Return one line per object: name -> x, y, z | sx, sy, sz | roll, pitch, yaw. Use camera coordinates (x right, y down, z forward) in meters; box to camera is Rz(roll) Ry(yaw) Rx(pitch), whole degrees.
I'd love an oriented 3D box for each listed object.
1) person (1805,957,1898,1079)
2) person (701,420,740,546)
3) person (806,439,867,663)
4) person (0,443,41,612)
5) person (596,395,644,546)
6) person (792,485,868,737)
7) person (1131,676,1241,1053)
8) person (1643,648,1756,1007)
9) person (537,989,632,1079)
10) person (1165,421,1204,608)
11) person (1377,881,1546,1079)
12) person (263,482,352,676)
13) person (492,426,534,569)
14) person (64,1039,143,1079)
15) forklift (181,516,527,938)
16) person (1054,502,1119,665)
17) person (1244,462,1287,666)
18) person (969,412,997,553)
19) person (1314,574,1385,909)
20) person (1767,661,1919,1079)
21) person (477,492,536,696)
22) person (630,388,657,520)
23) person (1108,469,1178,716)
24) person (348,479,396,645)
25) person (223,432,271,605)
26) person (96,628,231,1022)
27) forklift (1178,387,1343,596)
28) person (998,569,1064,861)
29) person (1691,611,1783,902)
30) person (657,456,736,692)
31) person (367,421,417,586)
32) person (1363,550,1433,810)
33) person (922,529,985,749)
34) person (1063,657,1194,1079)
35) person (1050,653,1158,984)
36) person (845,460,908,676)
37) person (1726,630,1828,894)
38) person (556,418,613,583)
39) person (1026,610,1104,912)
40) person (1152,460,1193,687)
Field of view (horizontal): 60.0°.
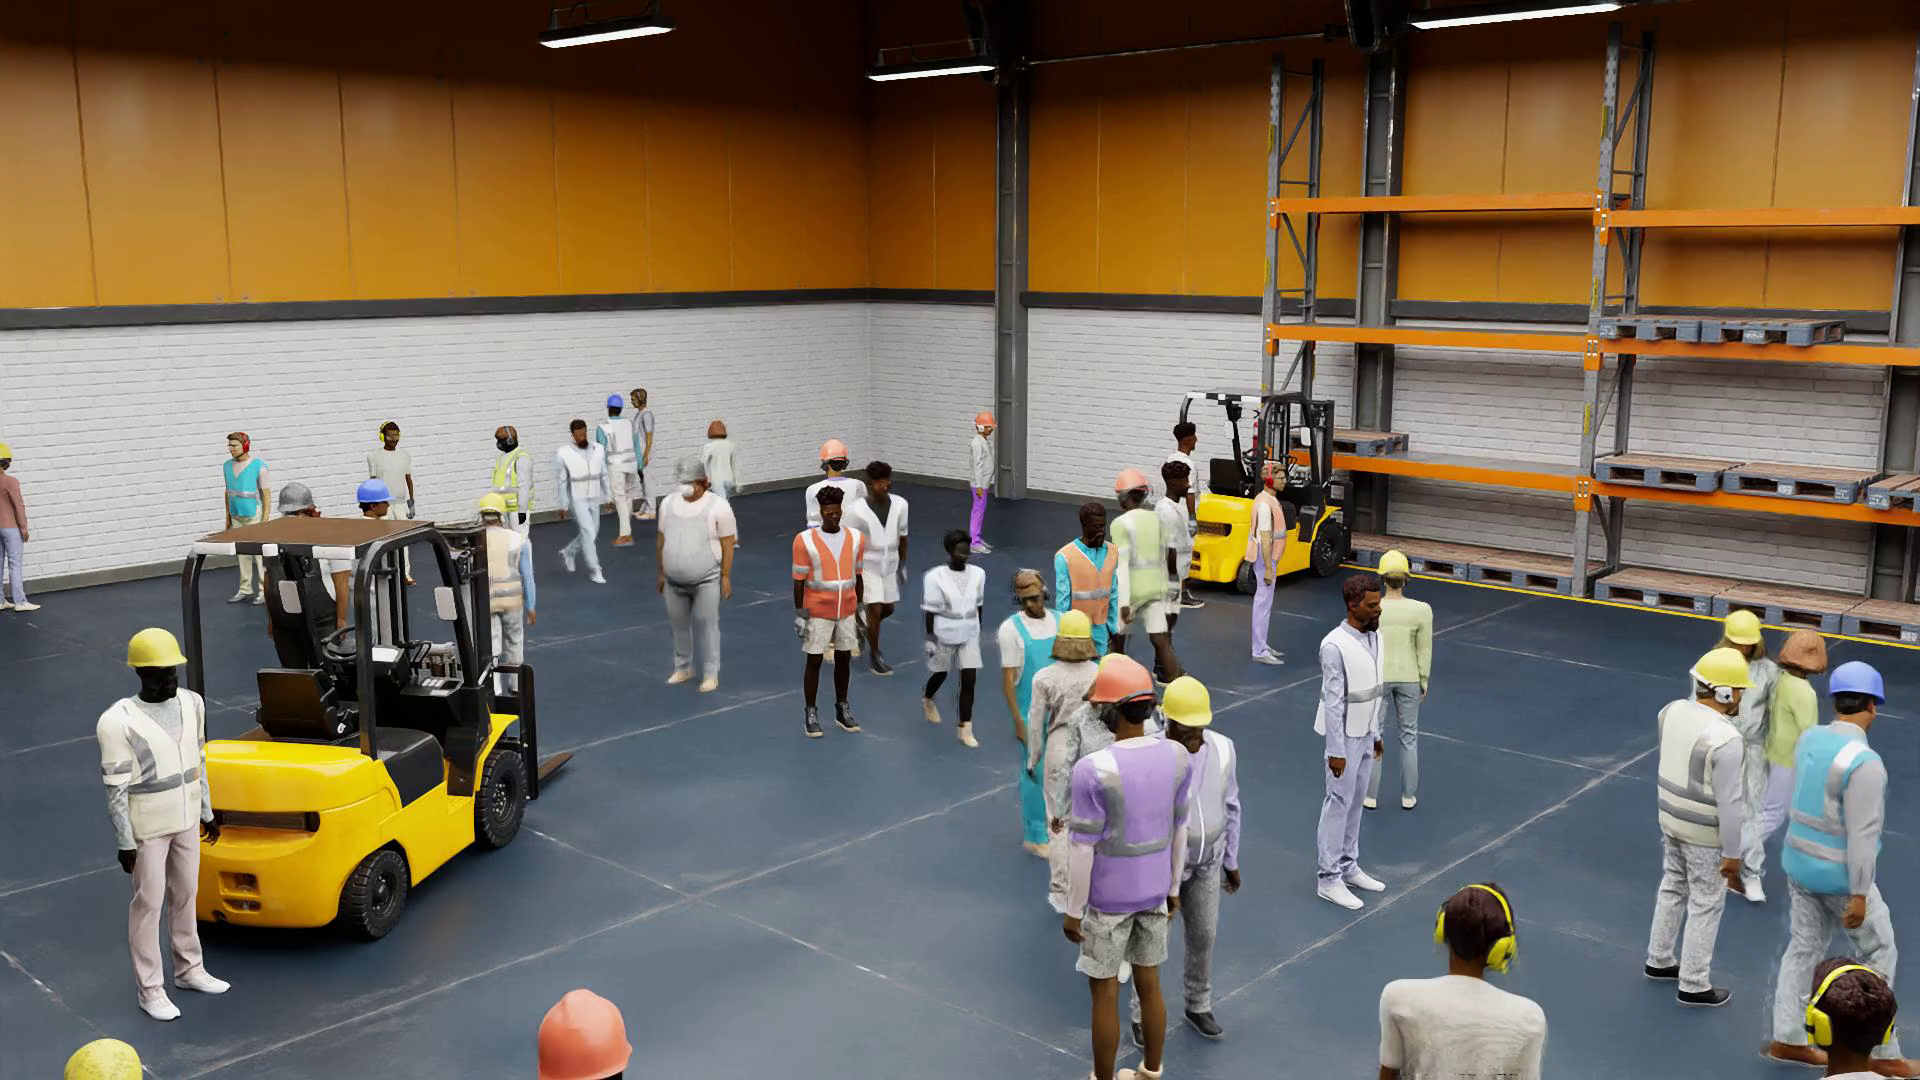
person -> 2.374, 2.055, 4.569 | 0.510, 1.861, 0.324 | -2, 10, -11
person -> -3.066, -0.726, 21.169 | 0.851, 1.582, 0.507 | 9, 13, 41
person -> -1.137, 0.103, 15.150 | 0.607, 2.044, 0.372 | -6, 12, -32
person -> -9.892, -0.127, 17.251 | 0.525, 1.769, 0.308 | 3, 10, 16
person -> -4.340, -0.899, 21.315 | 0.740, 1.902, 0.647 | 9, 14, 43
person -> -1.001, 0.539, 12.888 | 0.613, 1.963, 0.362 | -5, 11, -27
person -> 1.042, 1.508, 7.826 | 0.601, 1.814, 0.407 | -4, 11, -21
person -> 3.694, 1.423, 8.284 | 0.403, 1.817, 0.602 | -2, 10, -9
person -> -0.914, 2.078, 4.216 | 0.548, 1.934, 0.376 | -7, 12, -36
person -> 2.351, -0.273, 17.511 | 0.367, 1.966, 0.607 | -3, 10, -15
person -> 1.493, 1.969, 5.106 | 0.531, 1.845, 0.552 | 2, 10, 12
person -> -4.961, 0.559, 12.562 | 0.681, 2.000, 0.535 | 1, 10, 7
person -> -4.935, -0.353, 18.372 | 0.429, 1.830, 0.636 | -8, 13, -38
person -> -2.191, 2.144, 4.387 | 0.485, 1.744, 0.295 | -8, 13, -37
forklift -> -3.583, 0.976, 9.748 | 1.214, 2.155, 2.313 | 2, 10, 11
person -> 0.935, 0.653, 12.417 | 0.587, 1.910, 0.396 | -8, 13, -39
person -> 2.786, 0.205, 15.130 | 0.390, 1.846, 0.564 | 2, 10, 11
person -> 0.290, -0.722, 20.679 | 0.345, 1.746, 0.573 | 1, 10, 7
person -> 2.262, 1.137, 9.618 | 0.391, 1.920, 0.593 | 7, 12, 36
person -> 4.090, 1.509, 7.590 | 0.754, 1.895, 0.632 | -1, 10, -3
person -> -3.773, 0.513, 13.565 | 0.602, 1.787, 0.799 | -2, 10, -14
person -> -4.406, -1.196, 23.129 | 0.345, 1.840, 0.504 | -4, 11, -21
person -> 1.450, 0.418, 13.550 | 0.626, 1.971, 1.110 | -8, 13, -37
person -> -4.662, 0.481, 13.269 | 0.399, 1.949, 0.605 | -6, 12, -33
person -> -7.543, -0.234, 17.639 | 0.570, 1.840, 0.372 | 4, 11, 21
person -> -3.922, 1.378, 8.213 | 0.359, 1.930, 0.588 | 4, 11, 21
forklift -> 3.298, -0.608, 18.767 | 1.214, 2.155, 2.313 | 9, 13, 42
person -> 0.507, 1.071, 10.274 | 0.548, 1.817, 0.405 | -6, 12, -31
person -> 4.546, 1.232, 9.751 | 0.527, 1.682, 0.890 | 3, 10, 15
person -> -2.276, 0.267, 14.226 | 0.700, 2.000, 0.630 | 3, 10, 17
person -> -6.316, -0.393, 18.510 | 0.510, 1.860, 0.333 | -8, 13, -37
person -> 2.889, 0.943, 11.155 | 0.522, 1.770, 0.310 | 1, 10, 4
person -> -0.078, 0.711, 12.786 | 0.530, 1.669, 0.783 | -4, 11, -23
person -> 0.707, 1.508, 7.206 | 0.608, 2.030, 0.408 | -6, 12, -32
person -> 0.734, 1.419, 8.561 | 0.536, 1.730, 0.402 | 6, 12, 32
person -> -0.791, 0.209, 14.879 | 0.640, 1.930, 0.752 | -6, 11, -29
person -> 4.839, 1.296, 9.668 | 0.858, 1.585, 0.512 | 2, 10, 13
person -> -4.313, -0.467, 18.894 | 0.804, 1.878, 0.621 | 9, 13, 42
person -> 0.632, 1.258, 9.498 | 0.508, 1.729, 0.465 | 0, 10, -2
person -> 1.826, 0.281, 14.355 | 0.361, 1.965, 0.613 | 0, 10, 2
